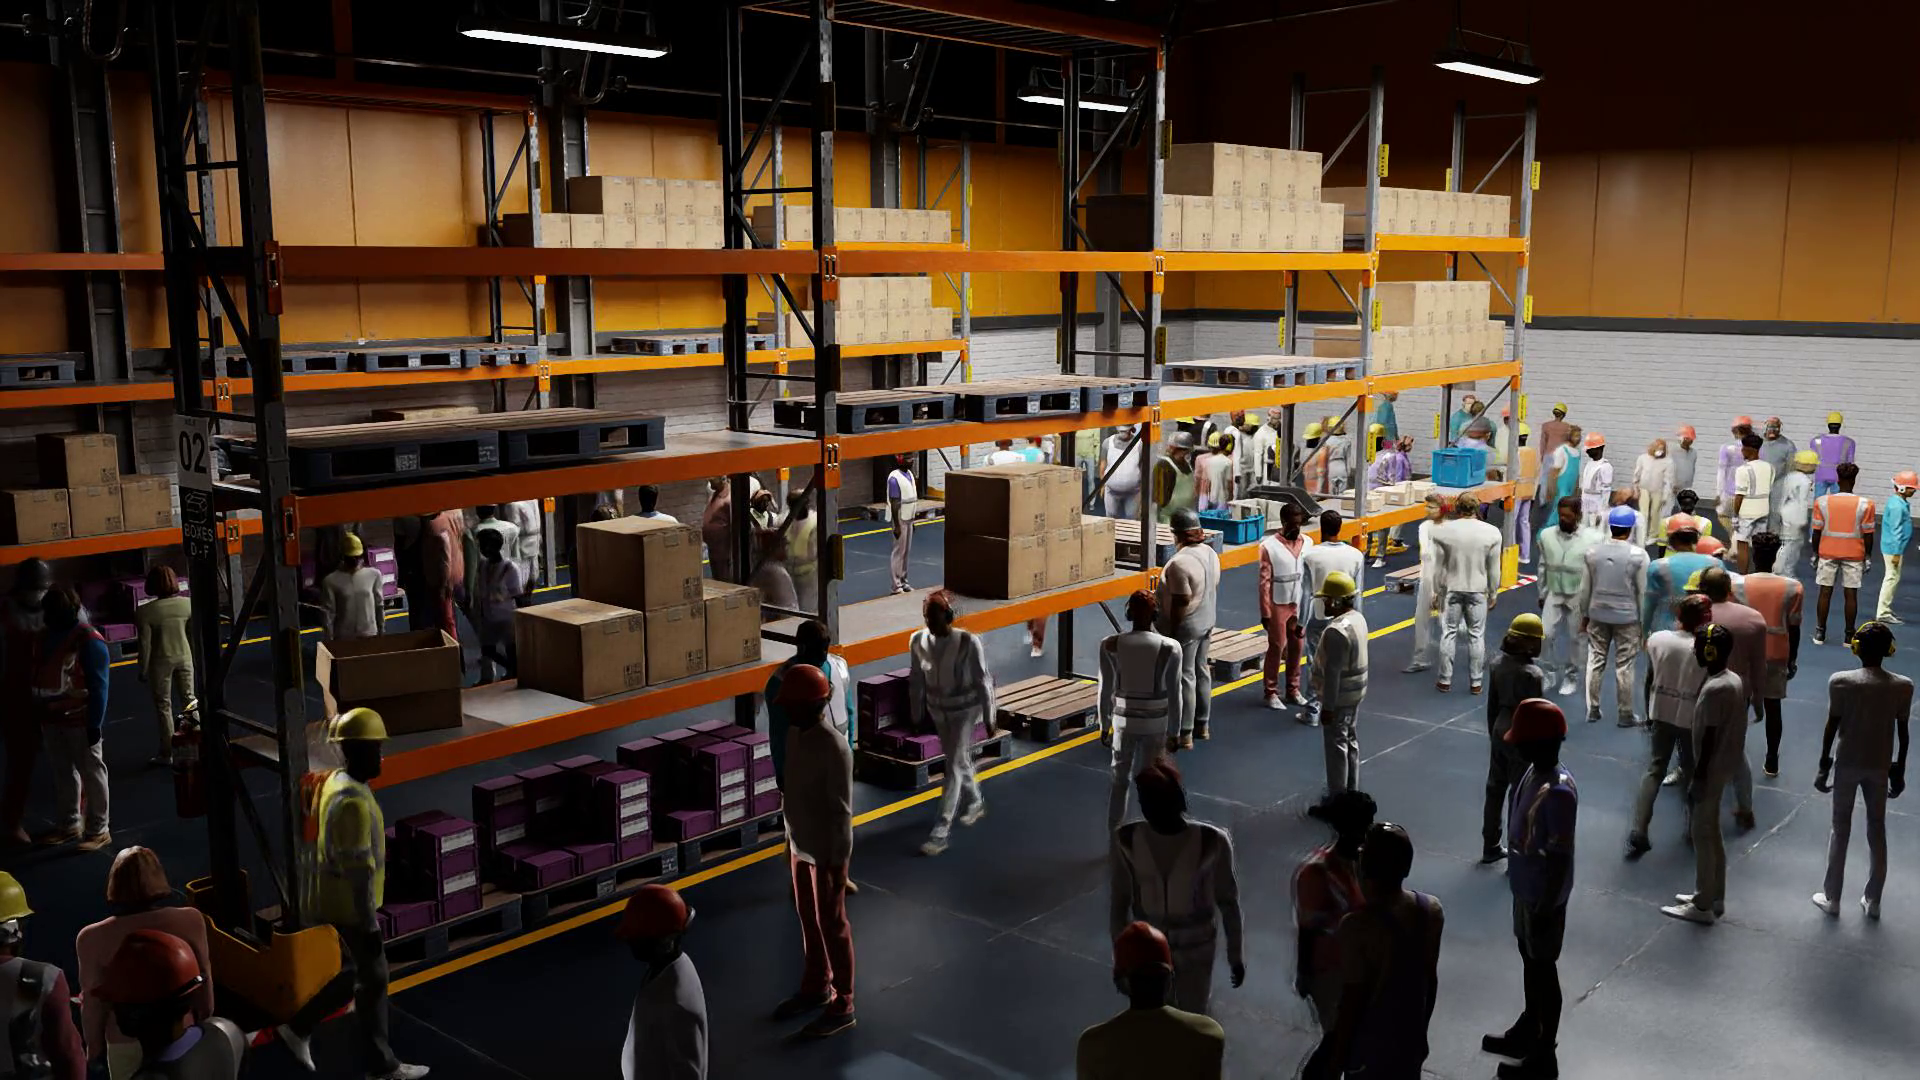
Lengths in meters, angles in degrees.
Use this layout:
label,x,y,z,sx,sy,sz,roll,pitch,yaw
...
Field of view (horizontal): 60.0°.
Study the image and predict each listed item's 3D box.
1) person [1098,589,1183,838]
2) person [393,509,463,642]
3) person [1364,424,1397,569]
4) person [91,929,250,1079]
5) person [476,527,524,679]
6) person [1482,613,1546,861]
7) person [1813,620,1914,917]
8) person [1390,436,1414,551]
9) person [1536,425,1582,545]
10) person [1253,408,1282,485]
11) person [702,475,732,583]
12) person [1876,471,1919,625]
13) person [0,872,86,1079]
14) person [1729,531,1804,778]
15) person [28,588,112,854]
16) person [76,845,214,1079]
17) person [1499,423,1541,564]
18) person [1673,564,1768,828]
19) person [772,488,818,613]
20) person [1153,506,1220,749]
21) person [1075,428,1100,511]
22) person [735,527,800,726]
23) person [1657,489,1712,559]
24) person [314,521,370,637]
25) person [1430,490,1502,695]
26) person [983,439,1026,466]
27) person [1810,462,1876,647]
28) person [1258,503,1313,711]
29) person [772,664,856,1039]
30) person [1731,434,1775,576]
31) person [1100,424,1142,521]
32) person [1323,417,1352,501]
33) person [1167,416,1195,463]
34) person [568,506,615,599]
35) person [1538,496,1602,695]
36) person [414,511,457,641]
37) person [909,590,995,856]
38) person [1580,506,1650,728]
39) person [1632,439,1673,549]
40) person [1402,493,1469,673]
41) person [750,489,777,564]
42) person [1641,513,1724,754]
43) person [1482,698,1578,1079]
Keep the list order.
label,x,y,z,sx,sy,sz,roll,pitch,yaw
person,1.214,1.260,11.251,0.577,1.880,0.352,3,10,15
person,-5.439,0.208,17.044,0.681,2.000,0.535,-4,10,-21
person,5.517,-0.589,22.140,0.362,1.928,0.587,-8,12,-38
person,-2.442,2.192,5.187,0.379,2.045,0.605,1,10,4
person,-4.141,0.701,15.198,0.610,1.676,0.437,5,11,29
person,3.747,1.347,11.158,0.316,1.735,0.483,-4,10,-22
person,5.603,1.421,10.350,0.520,1.861,0.318,1,10,8
person,6.216,-0.663,23.471,0.318,1.631,0.524,3,10,19
person,8.464,-0.720,23.362,0.522,1.822,0.861,-7,12,-36
person,4.684,-1.032,24.893,0.652,1.895,0.400,-6,11,-33
person,-2.585,0.113,18.013,0.409,1.907,0.651,-6,11,-30
person,10.544,0.084,18.694,0.354,1.737,0.574,5,11,29
person,-3.550,2.133,6.205,0.589,1.821,0.404,-1,10,-5
person,6.294,0.902,13.121,0.603,1.967,0.367,3,10,15
person,-6.157,1.237,11.491,0.627,1.846,0.429,4,10,23
person,-3.422,2.089,7.030,0.507,1.631,0.276,-6,11,-31
person,7.496,-0.610,22.323,0.591,1.912,0.398,-5,11,-25
person,5.416,1.127,11.929,0.656,1.928,0.434,1,10,8
person,-1.595,0.346,16.938,0.618,1.811,0.854,3,10,16
person,1.867,0.719,13.992,0.535,2.000,0.686,6,11,34
person,2.026,-1.346,27.158,0.525,1.760,0.340,2,10,13
person,-1.531,0.815,13.978,0.962,1.862,0.648,-4,10,-20
person,7.629,0.298,17.552,0.535,1.691,0.318,2,10,14
person,-6.392,0.292,17.190,0.524,1.825,0.957,1,10,4
person,4.751,0.496,15.672,0.633,1.931,0.358,3,10,16
person,0.586,-0.508,21.810,0.582,1.879,0.357,1,10,4
person,9.325,0.152,17.594,0.603,1.967,0.368,6,11,34
person,2.951,0.598,15.125,0.599,1.908,0.396,-6,11,-30
person,-0.778,1.620,8.790,0.408,1.986,0.618,-6,11,-32
person,9.754,-0.331,20.524,0.606,1.959,0.372,-4,10,-25
person,2.230,-0.733,22.661,0.676,2.000,0.536,2,10,11
person,5.668,-0.999,25.158,0.484,1.737,0.321,-2,10,-10
person,3.223,-0.942,24.278,0.394,1.919,0.586,5,11,27
person,-3.131,0.659,14.670,0.628,1.935,0.373,4,10,21
person,5.658,0.530,15.544,0.606,1.896,0.588,7,12,38
person,-5.187,0.450,16.443,0.333,1.759,0.523,-7,12,-35
person,-0.053,1.220,11.701,0.598,1.823,0.950,6,11,33
person,5.739,0.667,14.574,0.602,1.949,0.395,8,13,41
person,9.810,-0.665,23.628,0.550,1.571,0.852,5,11,28
person,4.791,0.422,16.450,0.785,1.821,0.564,-5,11,-26
person,-2.160,0.259,17.964,0.514,1.634,0.313,-7,12,-35
person,5.995,0.763,13.881,0.630,1.986,1.033,1,10,7
person,2.862,1.726,8.304,0.364,1.933,0.543,1,10,5
